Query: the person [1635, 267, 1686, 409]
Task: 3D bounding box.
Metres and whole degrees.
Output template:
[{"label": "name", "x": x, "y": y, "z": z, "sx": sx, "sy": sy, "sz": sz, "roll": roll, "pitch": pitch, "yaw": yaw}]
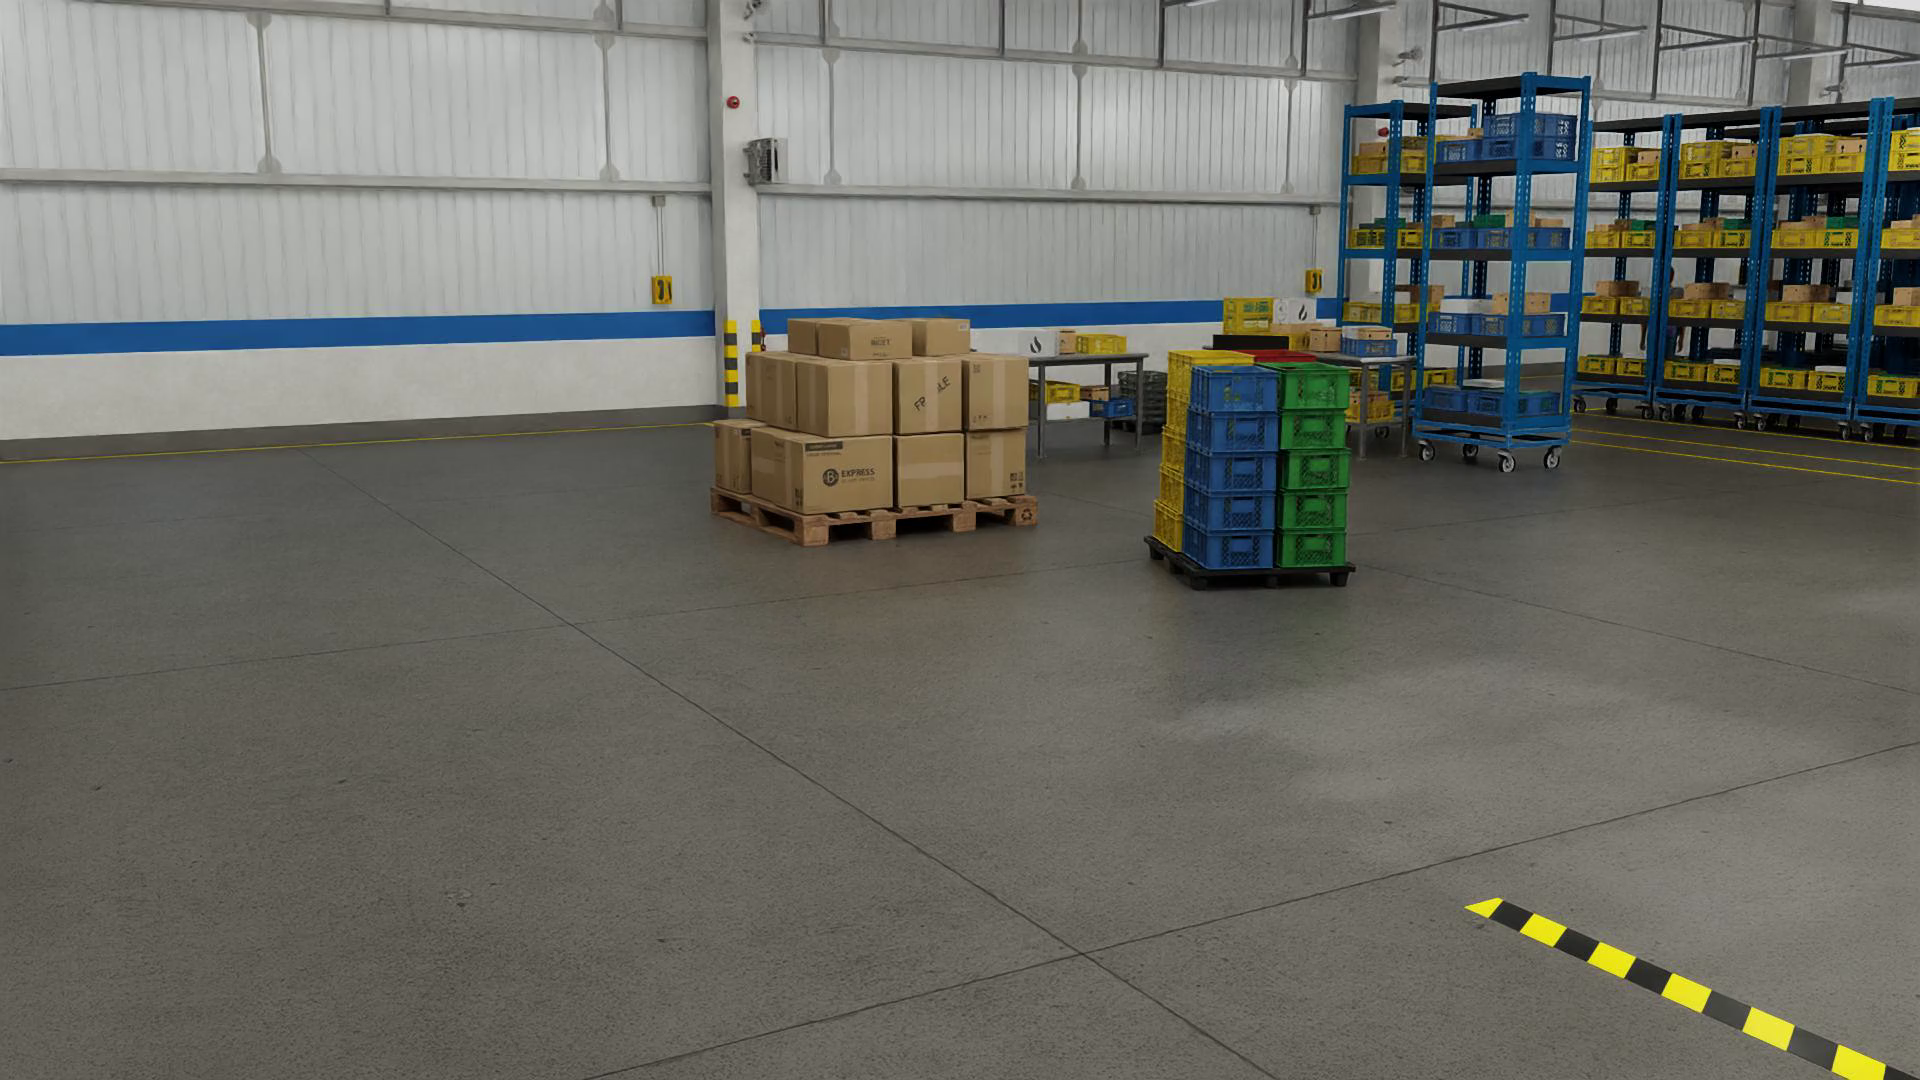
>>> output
[{"label": "person", "x": 8.964, "y": -2.573, "z": 21.191, "sx": 0.389, "sy": 1.838, "sz": 0.564, "roll": -9, "pitch": 13, "yaw": -41}]
